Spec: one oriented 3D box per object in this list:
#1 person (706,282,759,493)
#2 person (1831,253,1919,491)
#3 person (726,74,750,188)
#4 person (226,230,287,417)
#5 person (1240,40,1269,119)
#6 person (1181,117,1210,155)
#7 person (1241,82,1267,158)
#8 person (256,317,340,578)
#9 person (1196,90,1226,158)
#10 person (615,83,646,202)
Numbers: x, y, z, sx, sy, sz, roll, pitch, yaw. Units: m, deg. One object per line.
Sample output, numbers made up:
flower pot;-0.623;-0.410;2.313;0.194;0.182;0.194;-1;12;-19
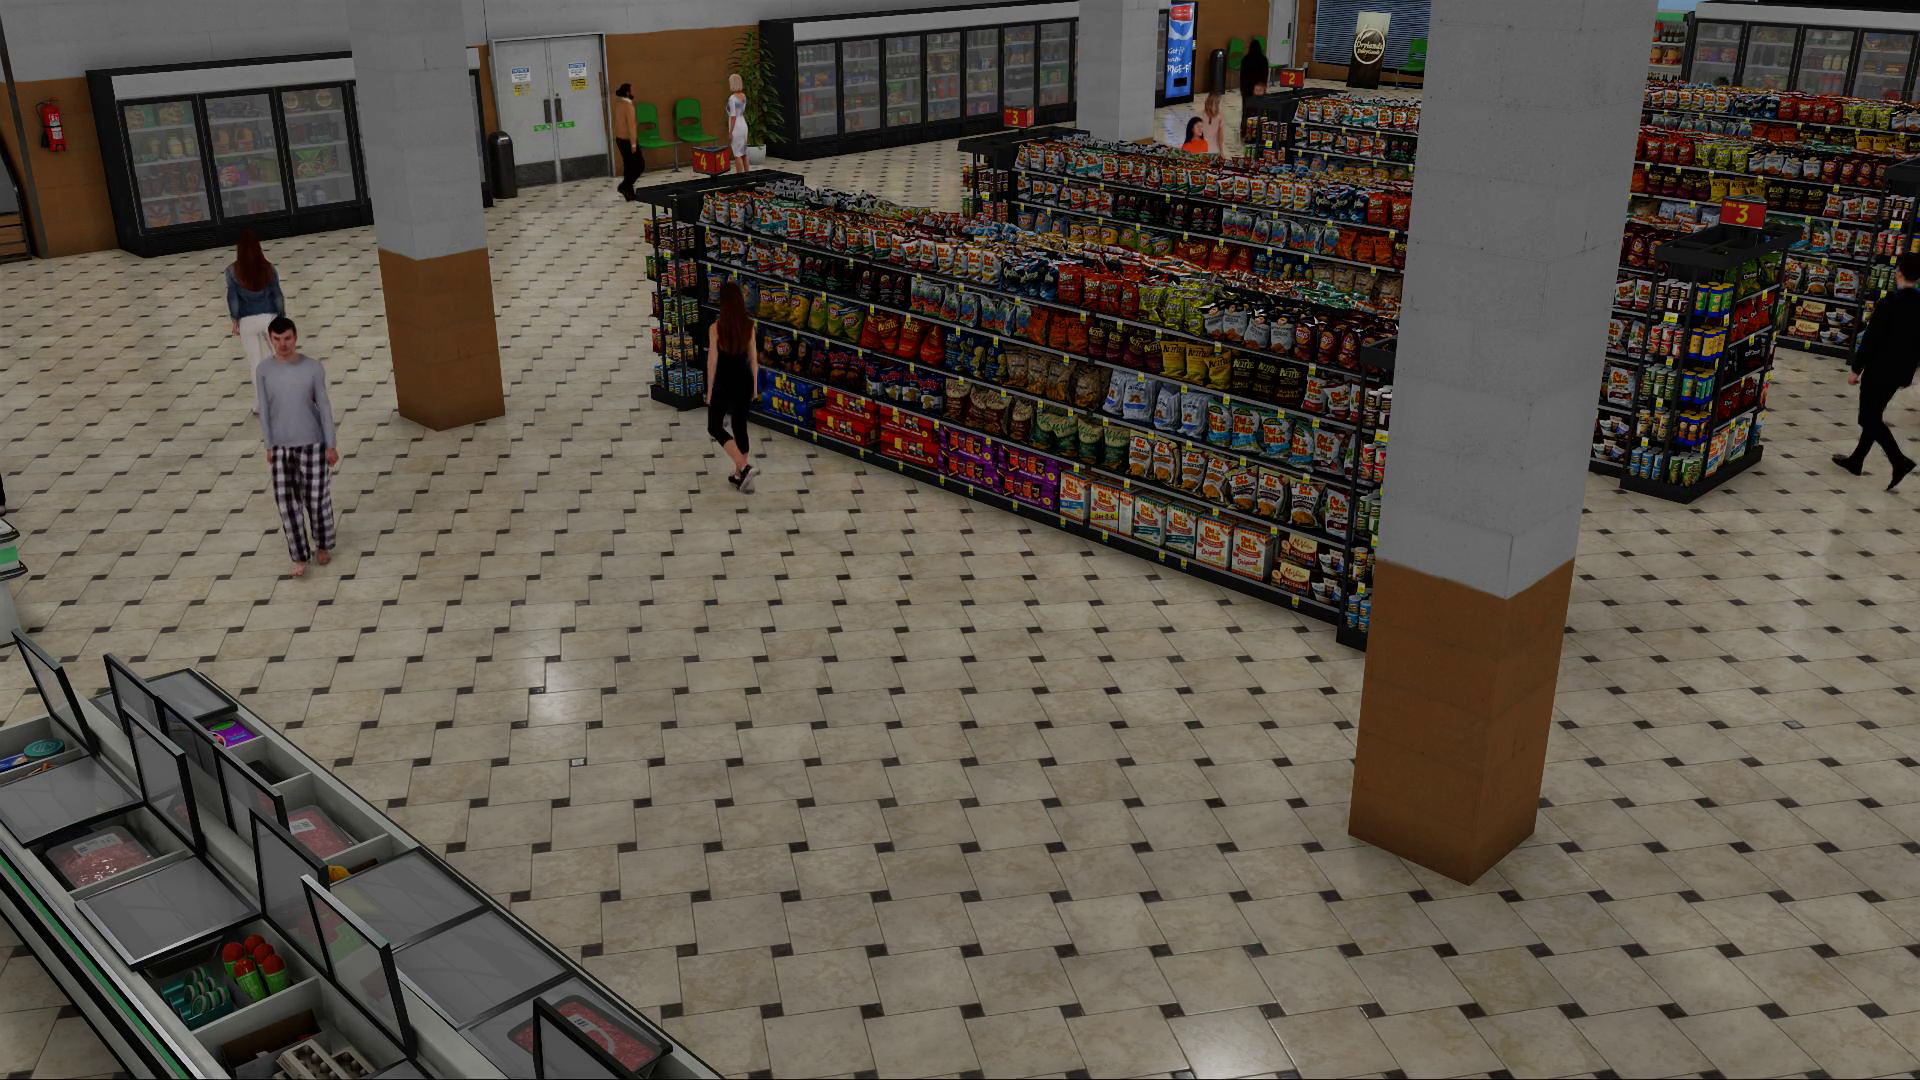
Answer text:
person;-1.765;-1.160;13.106;0.679;1.714;0.890;-15;26;-33
person;7.468;-1.332;13.327;0.985;1.868;1.209;-7;23;-17
person;-3.493;-6.450;26.222;0.620;1.751;0.632;9;24;21
person;-6.352;-1.952;15.103;0.691;1.696;0.618;-15;26;-33
person;5.530;-8.502;31.375;1.159;1.716;1.033;8;23;18
person;2.979;-4.636;21.753;0.735;1.718;1.125;-15;26;-33
person;4.602;-6.236;25.782;0.921;1.681;0.917;8;23;18
person;-4.687;-0.706;11.820;0.869;1.830;0.959;-5;22;-13
person;3.514;-5.445;23.655;0.694;1.799;0.780;5;22;13
person;-5.052;-5.949;24.984;0.770;1.744;0.719;-16;27;-34
